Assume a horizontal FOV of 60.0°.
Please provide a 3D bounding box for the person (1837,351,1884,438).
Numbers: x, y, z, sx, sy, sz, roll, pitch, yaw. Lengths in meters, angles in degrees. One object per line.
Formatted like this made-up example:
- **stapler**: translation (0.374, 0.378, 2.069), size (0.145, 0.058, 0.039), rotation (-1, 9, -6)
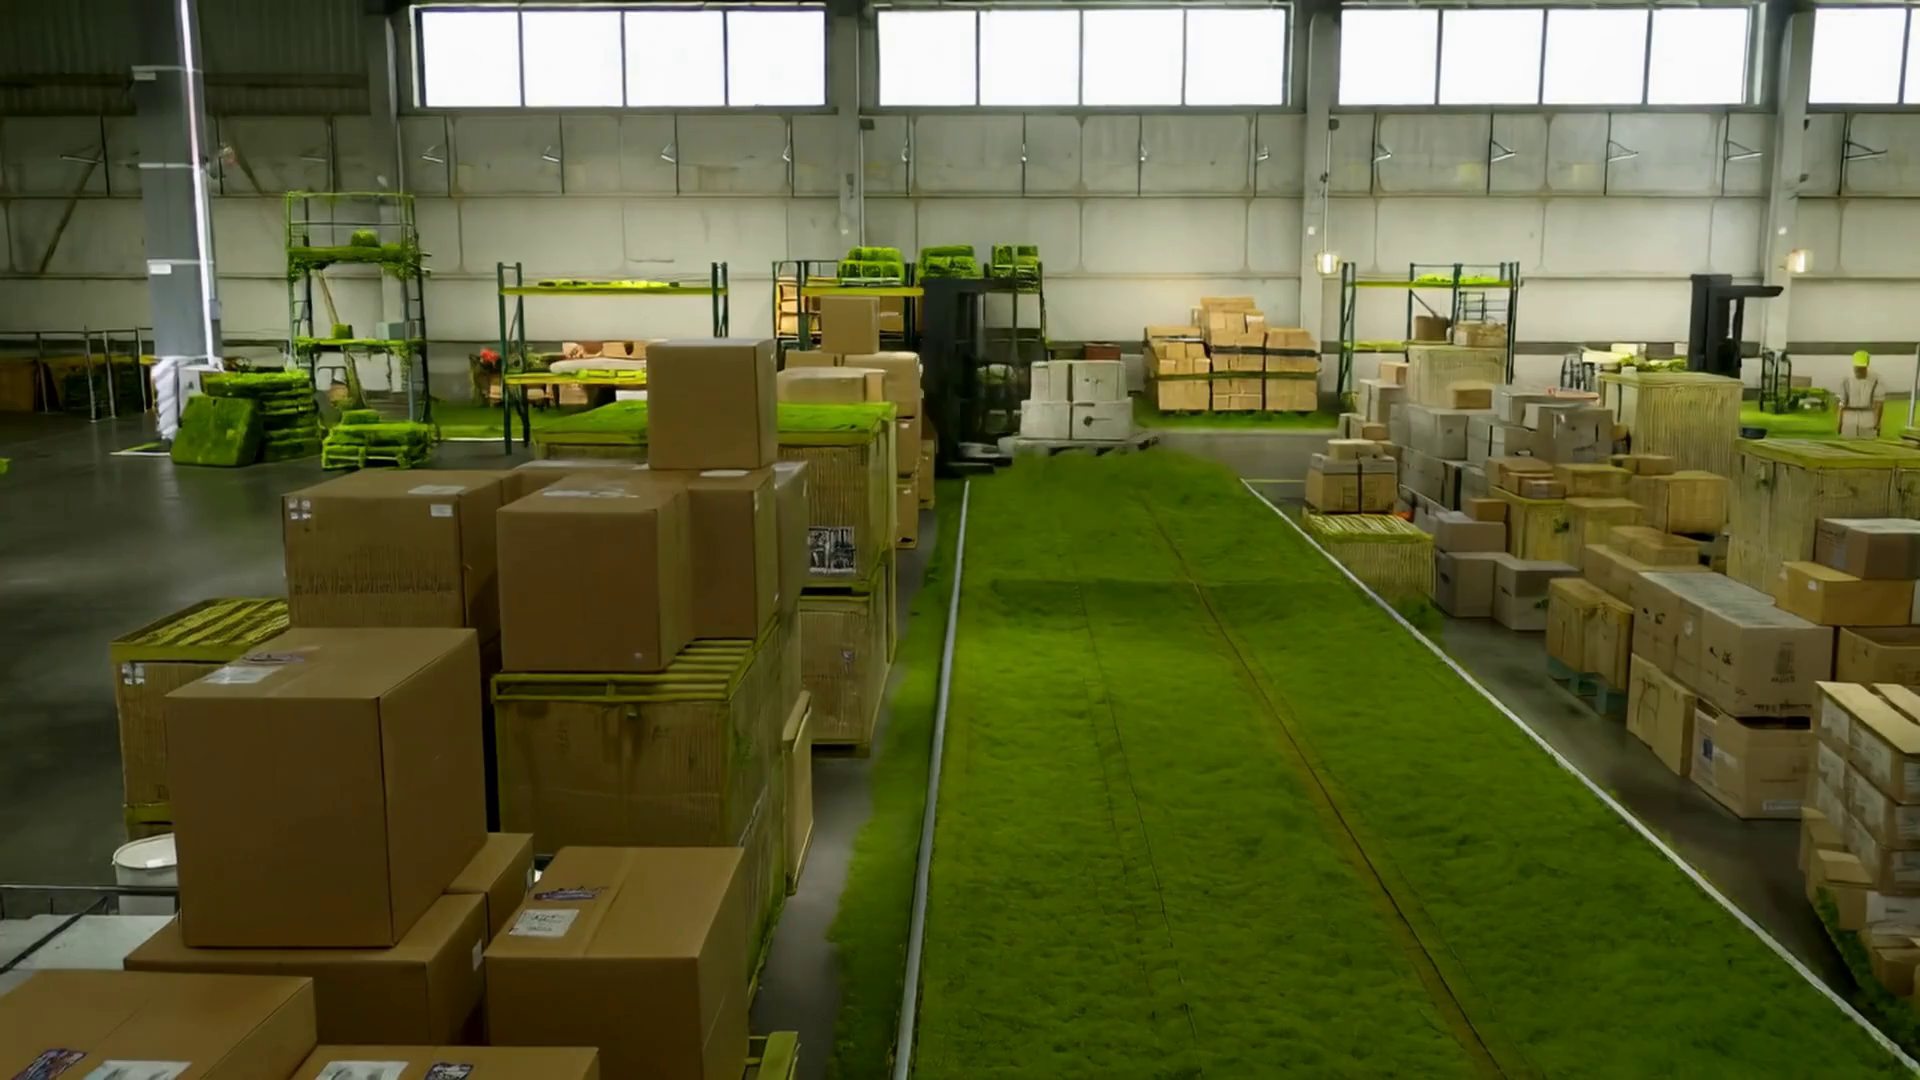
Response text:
- **person**: translation (11.763, -1.531, 21.757), size (0.555, 1.904, 0.961), rotation (6, 11, 33)

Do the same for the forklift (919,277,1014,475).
- **forklift**: translation (-0.273, -2.402, 24.023), size (1.873, 2.768, 1.129), rotation (3, 10, 18)

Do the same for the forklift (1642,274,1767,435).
- **forklift**: translation (13.100, -3.274, 29.247), size (1.873, 2.768, 1.129), rotation (0, 9, 1)
